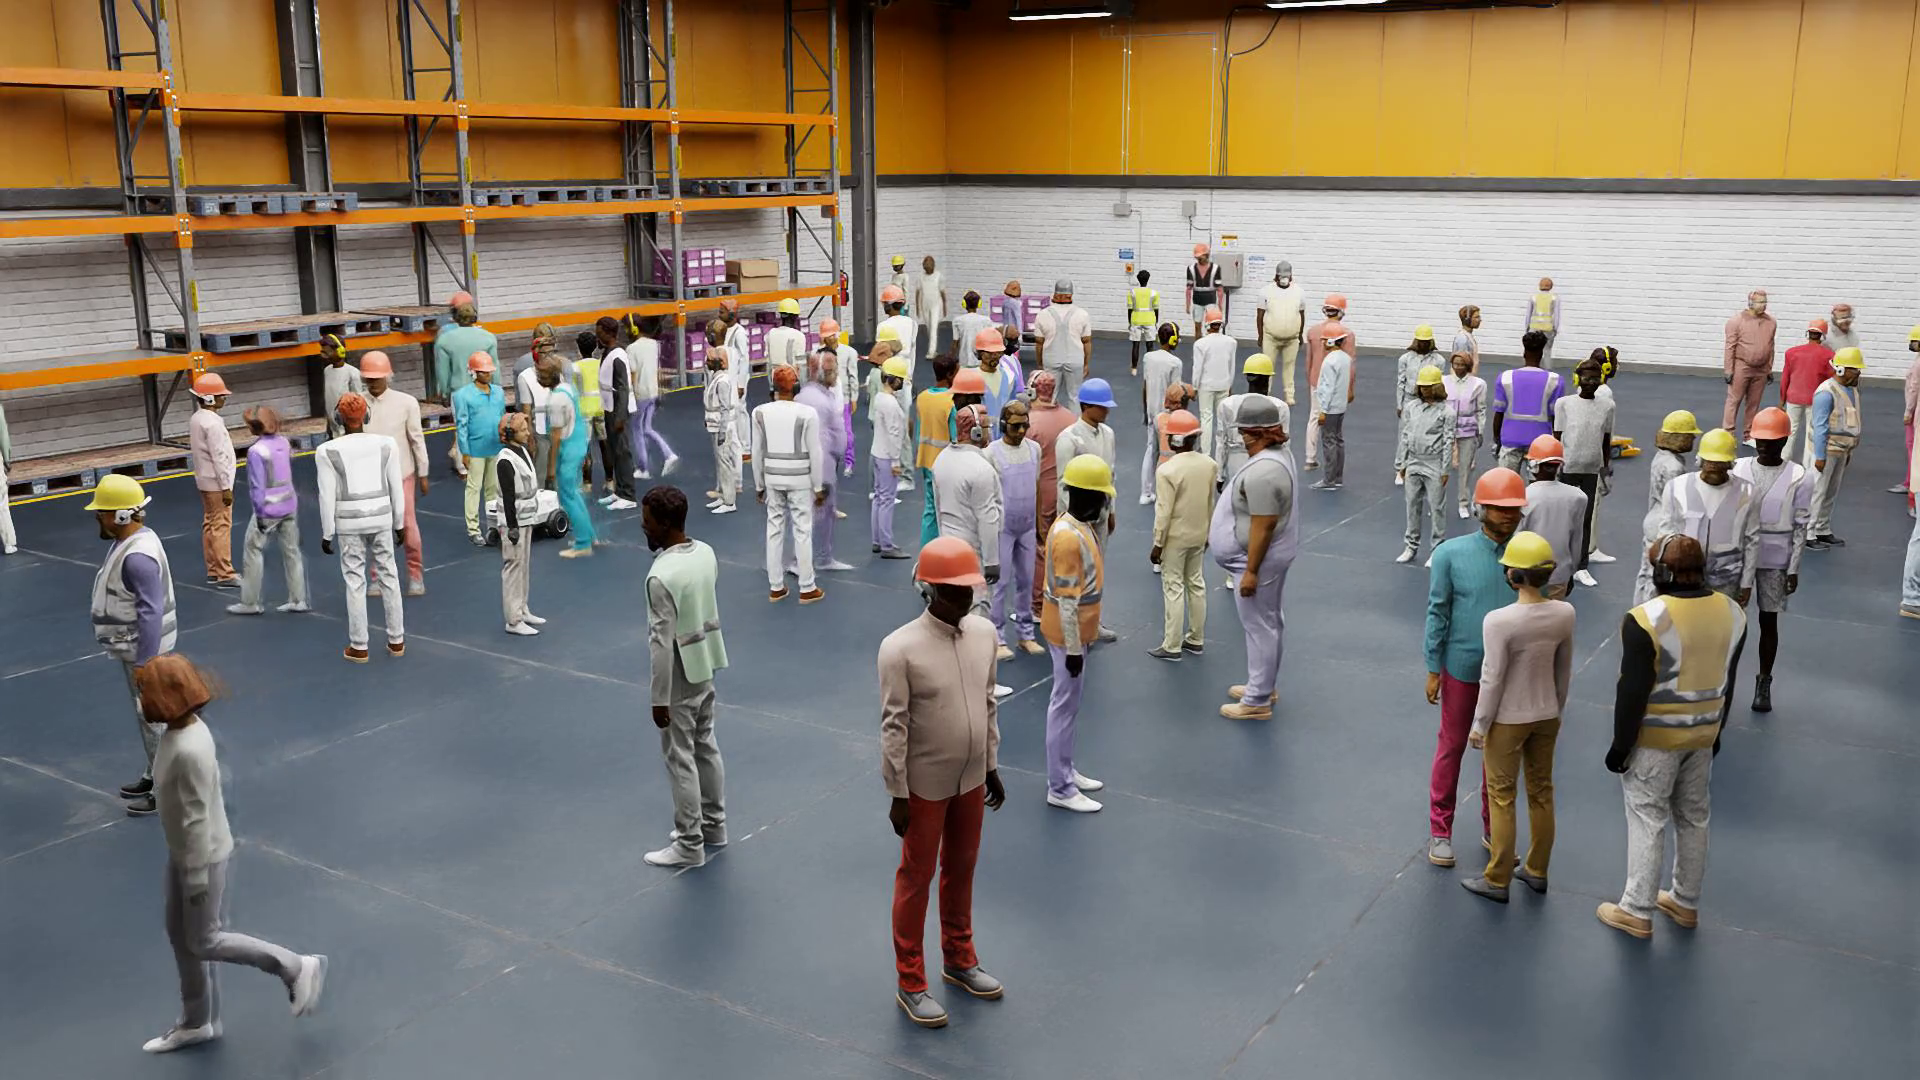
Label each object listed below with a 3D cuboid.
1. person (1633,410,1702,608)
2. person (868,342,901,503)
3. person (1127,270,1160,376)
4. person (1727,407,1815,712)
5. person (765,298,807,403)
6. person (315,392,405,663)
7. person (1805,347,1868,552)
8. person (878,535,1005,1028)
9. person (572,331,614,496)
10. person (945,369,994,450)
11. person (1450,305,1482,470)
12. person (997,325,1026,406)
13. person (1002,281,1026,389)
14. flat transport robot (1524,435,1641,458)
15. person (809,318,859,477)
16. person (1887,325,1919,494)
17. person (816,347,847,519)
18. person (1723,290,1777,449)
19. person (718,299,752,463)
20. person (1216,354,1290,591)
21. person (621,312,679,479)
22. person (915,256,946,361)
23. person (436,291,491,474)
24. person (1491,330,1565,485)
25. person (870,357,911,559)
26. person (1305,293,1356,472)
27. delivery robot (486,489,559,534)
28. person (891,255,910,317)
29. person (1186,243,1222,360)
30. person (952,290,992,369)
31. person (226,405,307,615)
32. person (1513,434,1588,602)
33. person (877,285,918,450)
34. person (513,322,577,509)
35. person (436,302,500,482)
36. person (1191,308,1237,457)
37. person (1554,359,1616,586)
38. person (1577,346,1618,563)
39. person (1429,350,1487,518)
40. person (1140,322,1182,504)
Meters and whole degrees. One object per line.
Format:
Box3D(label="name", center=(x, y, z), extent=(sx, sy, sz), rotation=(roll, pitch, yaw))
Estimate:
Box3D(label="person", center=(4.957, -0.047, 11.661), extent=(0.321, 1.743, 0.488), rotation=(2, 13, 10))
Box3D(label="person", center=(-0.784, -1.190, 16.856), extent=(0.279, 1.634, 0.498), rotation=(-4, 14, -16))
Box3D(label="person", center=(2.923, -3.455, 26.546), extent=(0.534, 1.698, 0.318), rotation=(2, 13, 8))
Box3D(label="person", center=(5.038, 0.120, 10.511), extent=(0.544, 1.939, 0.355), rotation=(9, 16, 33))
Box3D(label="person", center=(-1.917, -1.738, 18.621), extent=(0.585, 1.918, 0.393), rotation=(10, 17, 38))
Box3D(label="person", center=(-4.132, -0.084, 11.519), extent=(0.573, 1.883, 0.353), rotation=(-9, 16, -33))
Box3D(label="person", center=(7.779, -0.810, 14.811), extent=(0.591, 1.824, 0.405), rotation=(-11, 17, -39))
Box3D(label="person", center=(-0.062, 0.957, 6.749), extent=(0.612, 1.997, 0.376), rotation=(-12, 18, -42))
Box3D(label="person", center=(-3.823, -1.306, 17.222), extent=(0.538, 1.695, 0.319), rotation=(-9, 16, -34))
Box3D(label="person", center=(0.069, -0.307, 12.362), extent=(0.356, 1.937, 0.552), rotation=(-1, 13, -5))
Box3D(label="person", center=(5.666, -1.713, 18.665), extent=(0.345, 1.847, 0.507), rotation=(4, 14, 17))
Box3D(label="person", center=(0.444, -1.223, 16.570), extent=(0.430, 1.836, 0.626), rotation=(5, 14, 20))
Box3D(label="person", center=(0.803, -3.099, 25.143), extent=(0.280, 1.633, 0.502), rotation=(-6, 14, -26))
Box3D(label="flat transport robot", center=(7.189, -1.095, 19.432), extent=(1.431, 0.197, 0.652), rotation=(-6, 14, -26))
Box3D(label="person", center=(-1.393, -1.564, 18.254), extent=(0.574, 1.738, 0.353), rotation=(3, 13, 15))
Box3D(label="person", center=(9.936, -1.358, 17.312), extent=(0.340, 1.760, 0.525), rotation=(11, 17, 39))
Box3D(label="person", center=(-1.273, -1.001, 15.902), extent=(0.316, 1.695, 0.542), rotation=(7, 15, 27))
Box3D(label="person", center=(9.481, -2.040, 19.955), extent=(0.641, 1.906, 0.407), rotation=(-2, 13, -10))
Box3D(label="person", center=(-2.582, -1.811, 19.008), extent=(0.349, 1.882, 0.577), rotation=(-6, 14, -24))
Box3D(label="person", center=(2.353, -0.535, 13.380), extent=(0.592, 1.922, 0.379), rotation=(5, 14, 22))
Box3D(label="person", center=(-3.385, -1.540, 17.928), extent=(0.588, 1.838, 0.560), rotation=(7, 15, 26))
Box3D(label="person", center=(-0.504, -4.040, 28.897), extent=(0.513, 1.794, 0.954), rotation=(3, 13, 13))
Box3D(label="person", center=(-5.528, -1.757, 18.503), extent=(0.611, 2.018, 0.936), rotation=(4, 14, 18))
Box3D(label="person", center=(5.038, -0.881, 14.803), extent=(0.604, 1.959, 0.376), rotation=(6, 14, 23))
Box3D(label="person", center=(-0.606, -0.719, 14.549), extent=(0.342, 1.758, 0.526), rotation=(-4, 13, -15))
Box3D(label="person", center=(4.125, -1.743, 18.485), extent=(0.617, 1.987, 0.403), rotation=(12, 18, 43))
Box3D(label="delivery robot", center=(-3.981, -0.295, 15.134), extent=(0.477, 0.478, 0.707), rotation=(6, 14, 24))
Box3D(label="person", center=(-1.076, -4.164, 29.491), extent=(0.339, 1.761, 0.524), rotation=(-8, 15, -31))
Box3D(label="person", center=(4.182, -4.078, 28.536), extent=(0.639, 2.020, 0.491), rotation=(5, 14, 22))
Box3D(label="person", center=(0.143, -2.141, 20.494), extent=(0.508, 1.862, 0.326), rotation=(-1, 13, -6))
Box3D(label="person", center=(-5.343, -0.225, 12.699), extent=(0.665, 1.616, 0.537), rotation=(3, 13, 13))
Box3D(label="person", center=(3.672, 0.198, 10.573), extent=(0.560, 1.752, 0.324), rotation=(-3, 13, -13))
Box3D(label="person", center=(-0.748, -1.852, 18.836), extent=(0.375, 2.044, 0.605), rotation=(10, 16, 37))
Box3D(label="person", center=(-3.897, -1.084, 15.731), extent=(0.629, 1.940, 0.378), rotation=(4, 14, 17))
Box3D(label="person", center=(-5.274, -1.589, 17.921), extent=(0.636, 1.938, 0.355), rotation=(-4, 14, -16))
Box3D(label="person", center=(2.912, -1.793, 19.211), extent=(0.561, 1.753, 0.332), rotation=(-5, 14, -22))
Box3D(label="person", center=(5.055, -0.547, 13.553), extent=(0.508, 1.872, 0.329), rotation=(0, 13, 0))
Box3D(label="person", center=(5.503, -0.744, 14.402), extent=(0.328, 1.874, 0.521), rotation=(-2, 13, -9))
Box3D(label="person", center=(4.821, -1.023, 16.130), extent=(0.515, 1.636, 0.315), rotation=(4, 14, 17))
Box3D(label="person", center=(2.031, -1.246, 16.628), extent=(0.344, 1.856, 0.525), rotation=(-11, 17, -40))
